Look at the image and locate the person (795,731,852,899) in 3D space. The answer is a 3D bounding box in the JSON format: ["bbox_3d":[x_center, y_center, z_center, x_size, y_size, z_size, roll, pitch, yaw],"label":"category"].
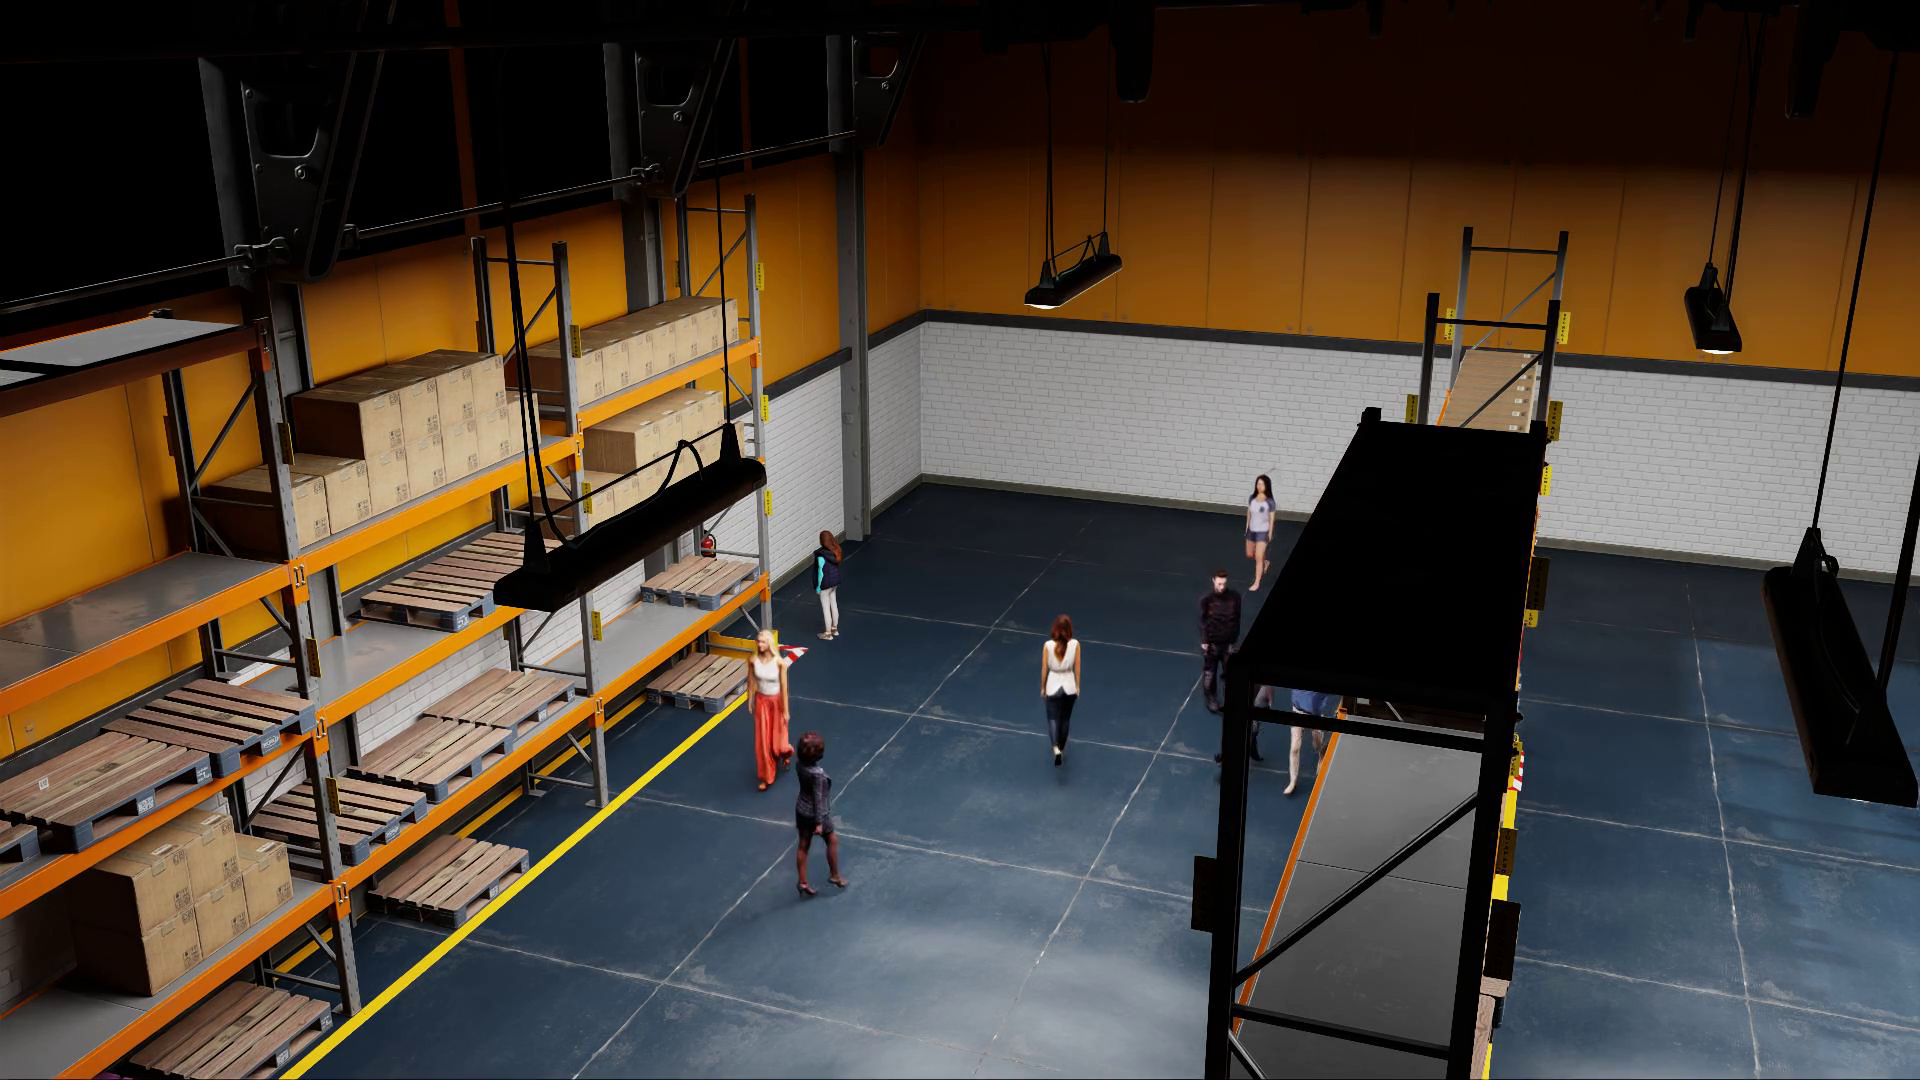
[{"bbox_3d":[-1.469,2.638,15.744,0.931,1.679,0.857,-13,22,-33],"label":"person"}]

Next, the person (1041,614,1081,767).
[{"bbox_3d":[1.125,1.693,18.409,0.789,1.771,0.990,0,19,-1],"label":"person"}]

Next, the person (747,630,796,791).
[{"bbox_3d":[-2.027,1.800,18.061,0.674,1.789,0.872,5,19,15],"label":"person"}]

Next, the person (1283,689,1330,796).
[{"bbox_3d":[3.816,1.890,17.982,0.775,1.669,1.139,11,22,30],"label":"person"}]

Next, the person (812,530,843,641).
[{"bbox_3d":[-1.762,0.584,22.124,0.668,1.500,0.558,10,21,27],"label":"person"}]

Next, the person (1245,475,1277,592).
[{"bbox_3d":[4.354,-0.135,23.957,0.808,1.694,0.960,17,25,41],"label":"person"}]

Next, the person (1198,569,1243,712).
[{"bbox_3d":[3.074,1.181,19.774,0.920,1.869,1.128,-1,19,-2],"label":"person"}]
